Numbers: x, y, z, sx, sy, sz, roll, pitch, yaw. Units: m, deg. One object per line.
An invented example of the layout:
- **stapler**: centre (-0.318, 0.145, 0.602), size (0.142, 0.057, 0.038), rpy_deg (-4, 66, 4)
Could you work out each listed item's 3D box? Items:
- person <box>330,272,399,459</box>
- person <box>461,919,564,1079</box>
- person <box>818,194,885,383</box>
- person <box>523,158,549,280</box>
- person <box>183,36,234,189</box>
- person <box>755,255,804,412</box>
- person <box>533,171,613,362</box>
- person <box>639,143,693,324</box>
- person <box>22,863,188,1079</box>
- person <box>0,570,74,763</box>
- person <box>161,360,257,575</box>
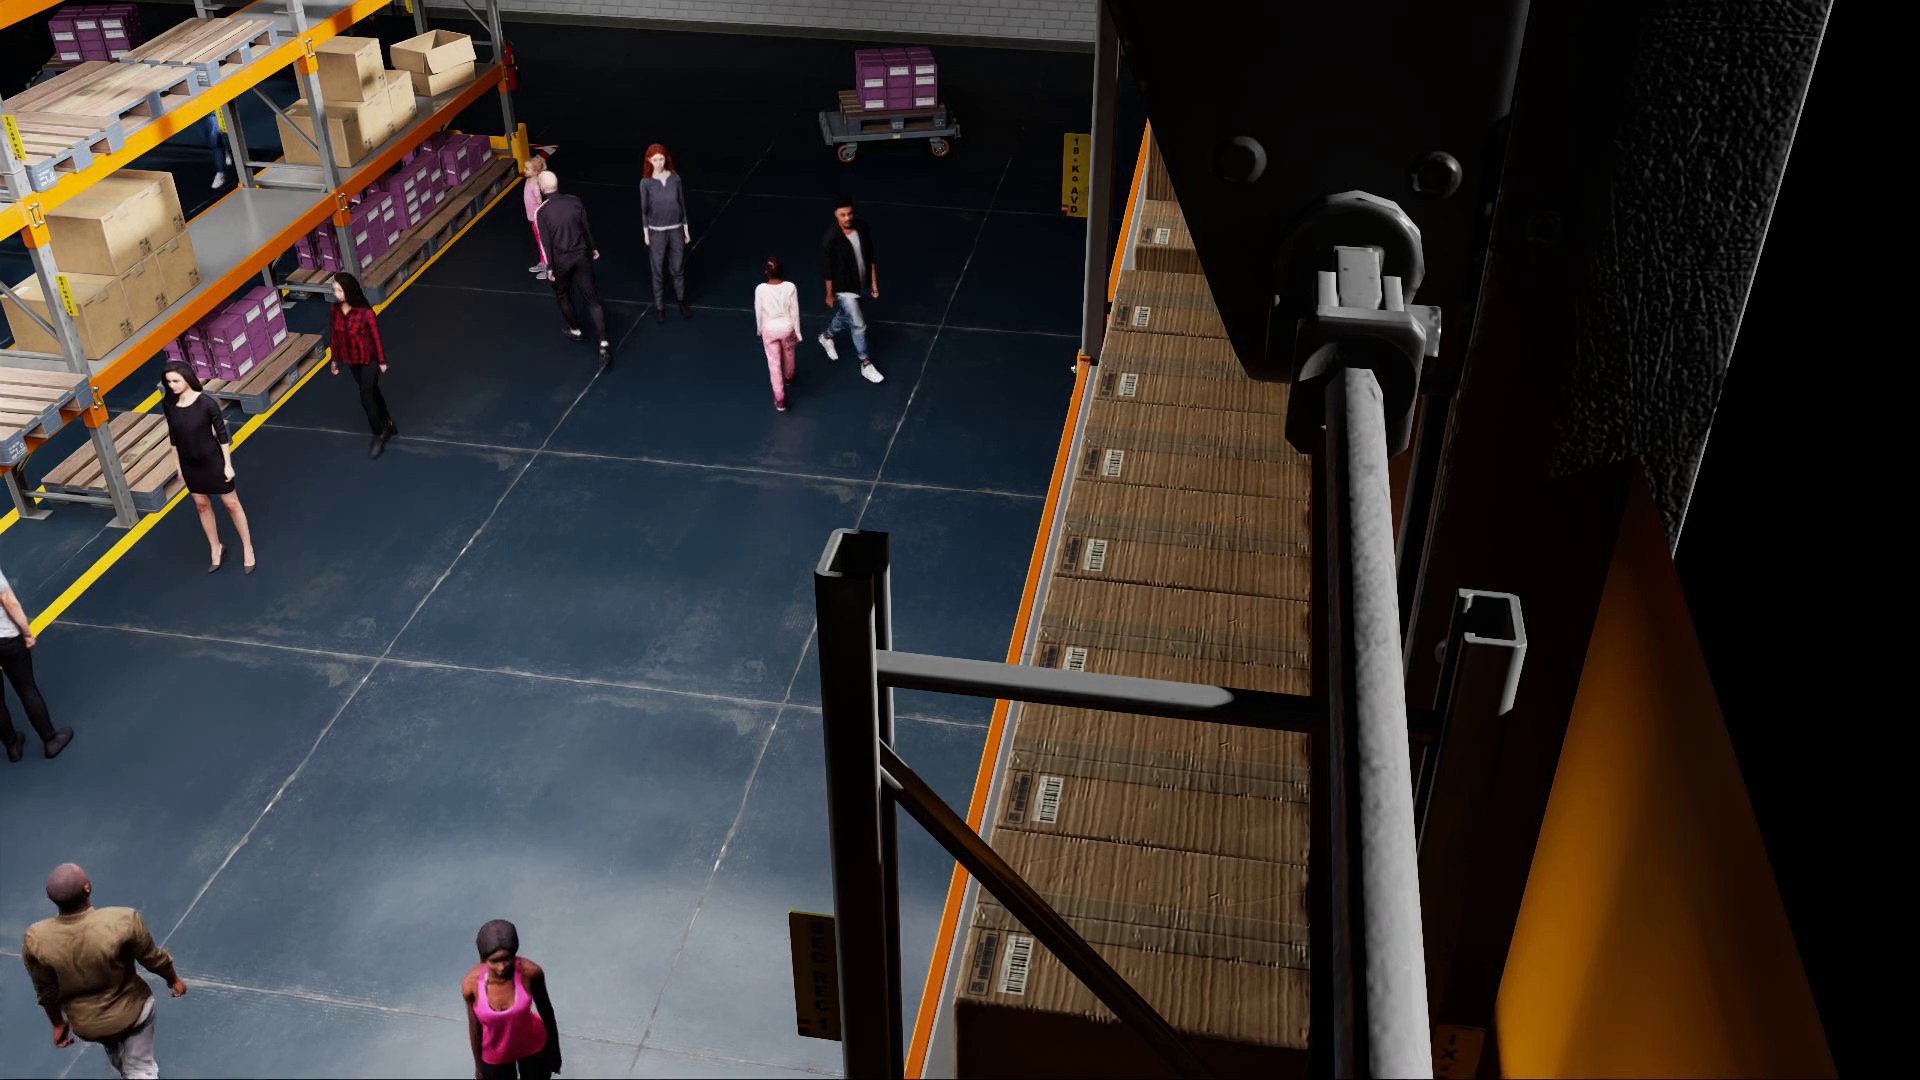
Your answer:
- **person**: centre (-5.038, -1.568, 14.185), size (0.684, 1.640, 0.785), rpy_deg (14, 36, 20)
- **person**: centre (-2.168, 2.432, 8.103), size (0.727, 1.710, 0.825), rpy_deg (-8, 34, -12)
- **person**: centre (-1.067, -2.375, 15.280), size (1.171, 1.772, 1.215), rpy_deg (27, 42, 35)
- **person**: centre (-4.363, -3.346, 17.196), size (0.653, 1.267, 0.591), rpy_deg (-18, 38, -25)
- **person**: centre (-8.747, -5.064, 19.325), size (0.796, 1.772, 1.138), rpy_deg (0, 34, 0)
- **person**: centre (-1.614, -1.833, 14.785), size (0.753, 1.417, 0.995), rpy_deg (-5, 34, -8)
- **person**: centre (-3.582, -2.504, 15.464), size (1.273, 1.783, 1.315), rpy_deg (-19, 38, -26)
- **person**: centre (-2.868, -3.012, 16.230), size (0.671, 1.781, 0.688), rpy_deg (-12, 35, -17)
- **person**: centre (-4.153, 2.366, 8.120), size (0.961, 1.802, 1.055), rpy_deg (-8, 34, -12)
- **person**: centre (-6.225, 0.639, 10.663), size (0.729, 1.863, 0.678), rpy_deg (-5, 34, -8)
- **person**: centre (-5.657, -0.543, 12.492), size (0.601, 1.807, 0.498), rpy_deg (3, 34, 5)
